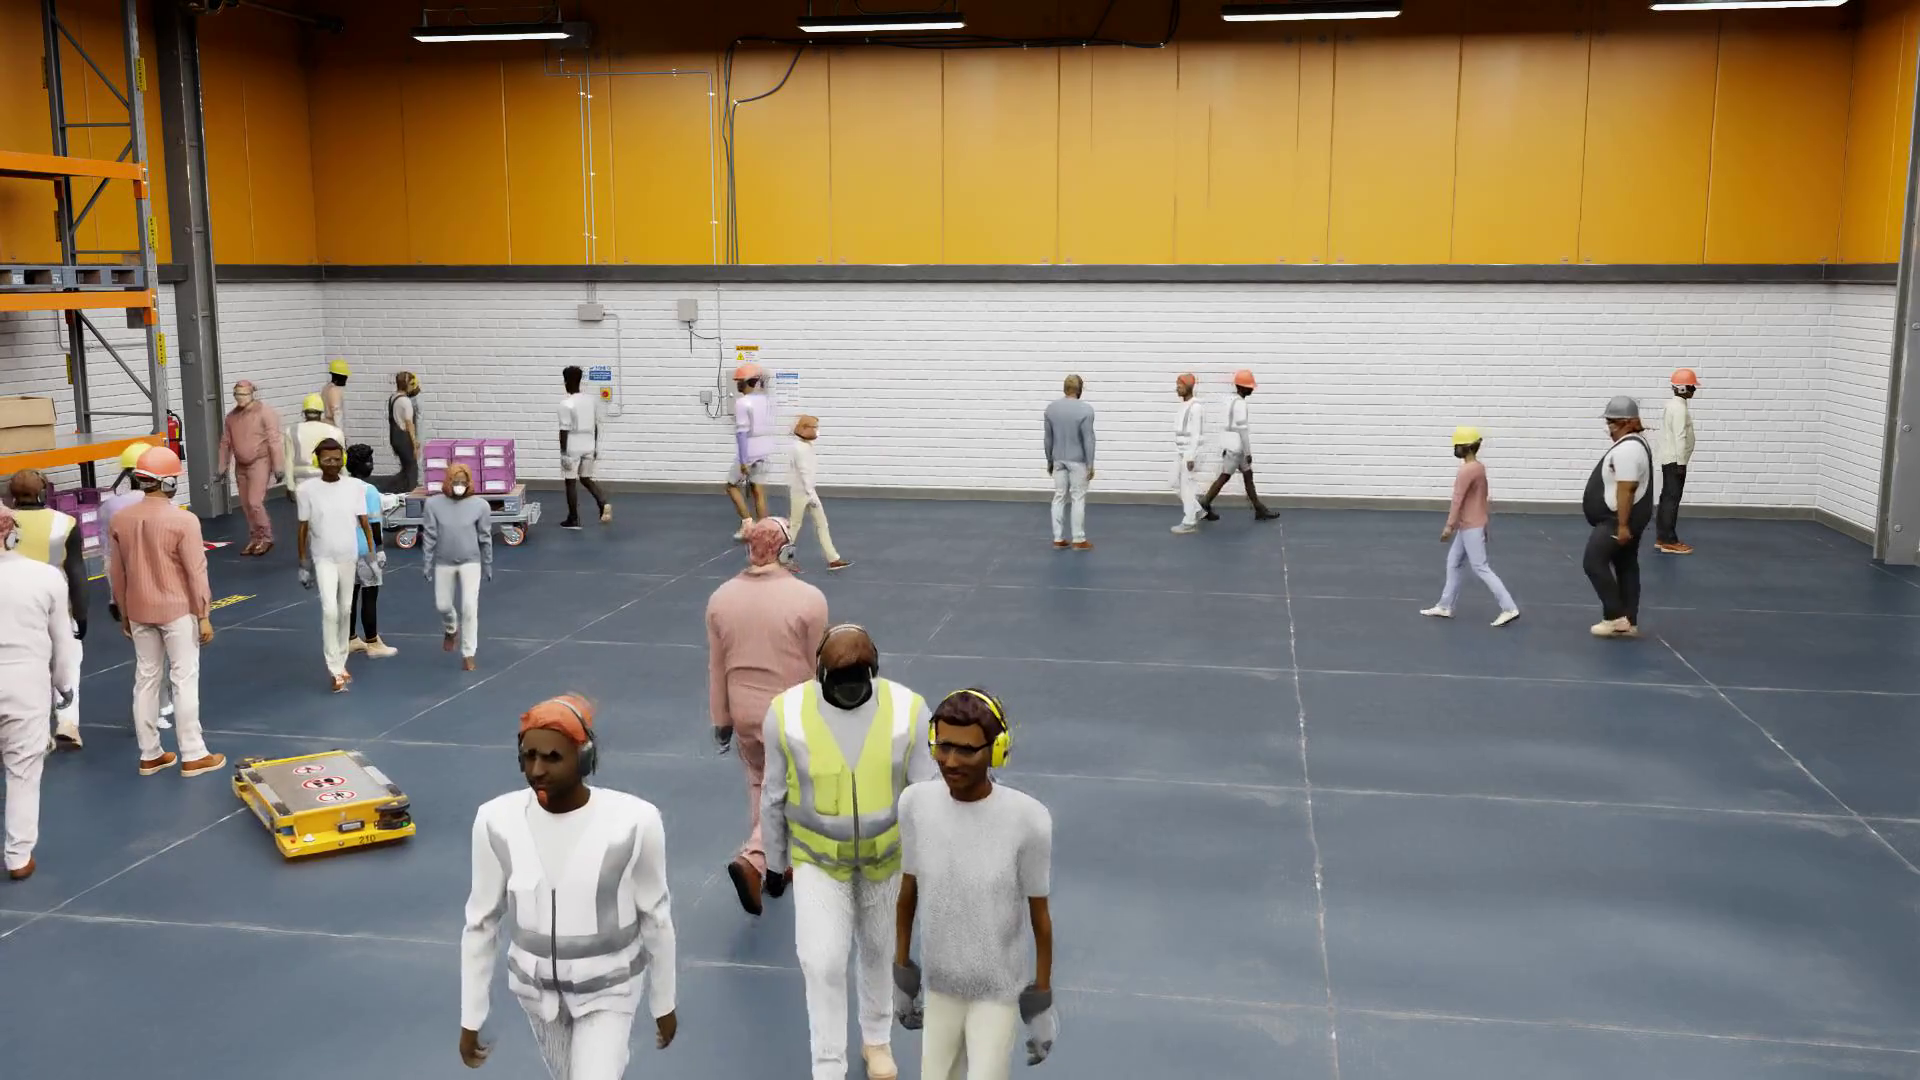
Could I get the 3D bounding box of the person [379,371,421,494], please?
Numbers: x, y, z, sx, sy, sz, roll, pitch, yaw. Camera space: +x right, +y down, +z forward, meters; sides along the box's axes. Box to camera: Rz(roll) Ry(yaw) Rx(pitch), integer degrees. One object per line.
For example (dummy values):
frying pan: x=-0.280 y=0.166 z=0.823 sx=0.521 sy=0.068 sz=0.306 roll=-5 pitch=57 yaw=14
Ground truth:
person: x=-6.931 y=-1.179 z=20.594 sx=0.538 sy=1.819 sz=0.517 roll=-7 pitch=12 yaw=-38

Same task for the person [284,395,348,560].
person: x=-6.610 y=-0.599 z=17.109 sx=0.602 sy=1.774 sz=0.949 roll=-3 pitch=10 yaw=-19

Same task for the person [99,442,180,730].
person: x=-5.421 y=0.311 z=11.114 sx=0.602 sy=1.942 sz=0.571 roll=2 pitch=9 yaw=14

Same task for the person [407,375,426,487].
person: x=-7.203 y=-1.363 z=22.096 sx=0.510 sy=1.701 sz=0.585 roll=-8 pitch=12 yaw=-40

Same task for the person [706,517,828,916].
person: x=-0.919 y=0.830 z=7.908 sx=0.640 sy=1.881 sz=0.724 roll=5 pitch=10 yaw=27

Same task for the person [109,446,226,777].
person: x=-4.786 y=0.432 z=10.030 sx=0.616 sy=1.993 sz=0.395 roll=2 pitch=9 yaw=12

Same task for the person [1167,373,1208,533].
person: x=2.627 y=-1.009 z=19.333 sx=0.411 sy=1.871 sz=0.593 roll=-1 pitch=9 yaw=-8

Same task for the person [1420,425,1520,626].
person: x=4.458 y=-0.128 z=14.348 sx=0.870 sy=1.721 sz=0.523 roll=5 pitch=11 yaw=29

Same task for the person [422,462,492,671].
person: x=-3.857 y=0.175 z=12.815 sx=0.519 sy=1.608 sz=0.578 roll=-2 pitch=9 yaw=-11

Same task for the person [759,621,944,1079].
person: x=-0.367 y=1.181 z=5.981 sx=0.674 sy=1.797 sz=0.813 roll=-2 pitch=9 yaw=-10

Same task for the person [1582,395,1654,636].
person: x=5.455 y=-0.200 z=13.812 sx=0.539 sy=2.000 sz=0.694 roll=5 pitch=11 yaw=30

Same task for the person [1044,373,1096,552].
person: x=1.205 y=-0.845 z=18.127 sx=0.635 sy=1.936 sz=0.354 roll=7 pitch=11 yaw=36

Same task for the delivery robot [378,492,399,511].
delivery robot: x=-6.940 y=-0.408 z=19.404 sx=0.707 sy=0.478 sz=0.477 roll=-6 pitch=11 yaw=-32

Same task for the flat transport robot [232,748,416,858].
flat transport robot: x=-3.558 y=1.420 z=9.234 sx=0.652 sy=0.197 sz=1.431 roll=-6 pitch=11 yaw=-33

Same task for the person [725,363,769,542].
person: x=-2.384 y=-0.968 z=18.615 sx=0.528 sy=2.021 sz=0.622 roll=5 pitch=10 yaw=28

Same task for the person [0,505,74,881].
person: x=-4.826 y=0.753 z=8.402 sx=0.648 sy=1.881 sz=0.633 roll=-4 pitch=10 yaw=-24

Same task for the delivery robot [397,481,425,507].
delivery robot: x=-6.296 y=-0.463 z=19.749 sx=0.707 sy=0.478 sz=0.477 roll=-7 pitch=12 yaw=-39

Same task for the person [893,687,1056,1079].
person: x=0.065 y=1.316 z=4.999 sx=0.524 sy=1.855 sz=0.703 roll=4 pitch=10 yaw=25

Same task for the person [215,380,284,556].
person: x=-7.583 y=-0.762 z=17.724 sx=0.664 sy=1.892 sz=0.472 roll=4 pitch=10 yaw=25

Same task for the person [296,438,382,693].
person: x=-4.482 y=0.183 z=12.083 sx=0.515 sy=1.840 sz=0.828 roll=-7 pitch=12 yaw=-38

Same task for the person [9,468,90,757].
person: x=-5.772 y=0.461 z=10.401 sx=0.625 sy=1.824 sz=0.448 roll=-3 pitch=10 yaw=-19

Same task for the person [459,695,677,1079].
person: x=-1.154 y=1.347 z=4.898 sx=0.596 sy=1.824 sz=1.001 roll=2 pitch=9 yaw=11

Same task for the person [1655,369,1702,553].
person: x=7.785 y=-0.861 z=18.055 sx=0.382 sy=1.995 sz=0.612 roll=2 pitch=9 yaw=11

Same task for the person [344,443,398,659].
person: x=-4.714 y=0.086 z=13.104 sx=0.530 sy=1.695 sz=0.321 roll=7 pitch=11 yaw=36

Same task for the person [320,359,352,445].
person: x=-8.130 y=-1.403 z=21.705 sx=0.455 sy=1.906 sz=0.640 roll=-4 pitch=10 yaw=-22

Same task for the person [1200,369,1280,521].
person: x=3.362 y=-1.137 z=20.171 sx=1.028 sy=1.868 sz=0.552 roll=0 pitch=9 yaw=2

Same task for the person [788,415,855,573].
person: x=-1.450 y=-0.446 z=16.715 sx=0.795 sy=1.603 sz=0.504 roll=2 pitch=9 yaw=13

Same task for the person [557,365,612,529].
person: x=-4.453 y=-1.076 z=19.518 sx=0.638 sy=1.954 sz=0.623 roll=7 pitch=11 yaw=35
